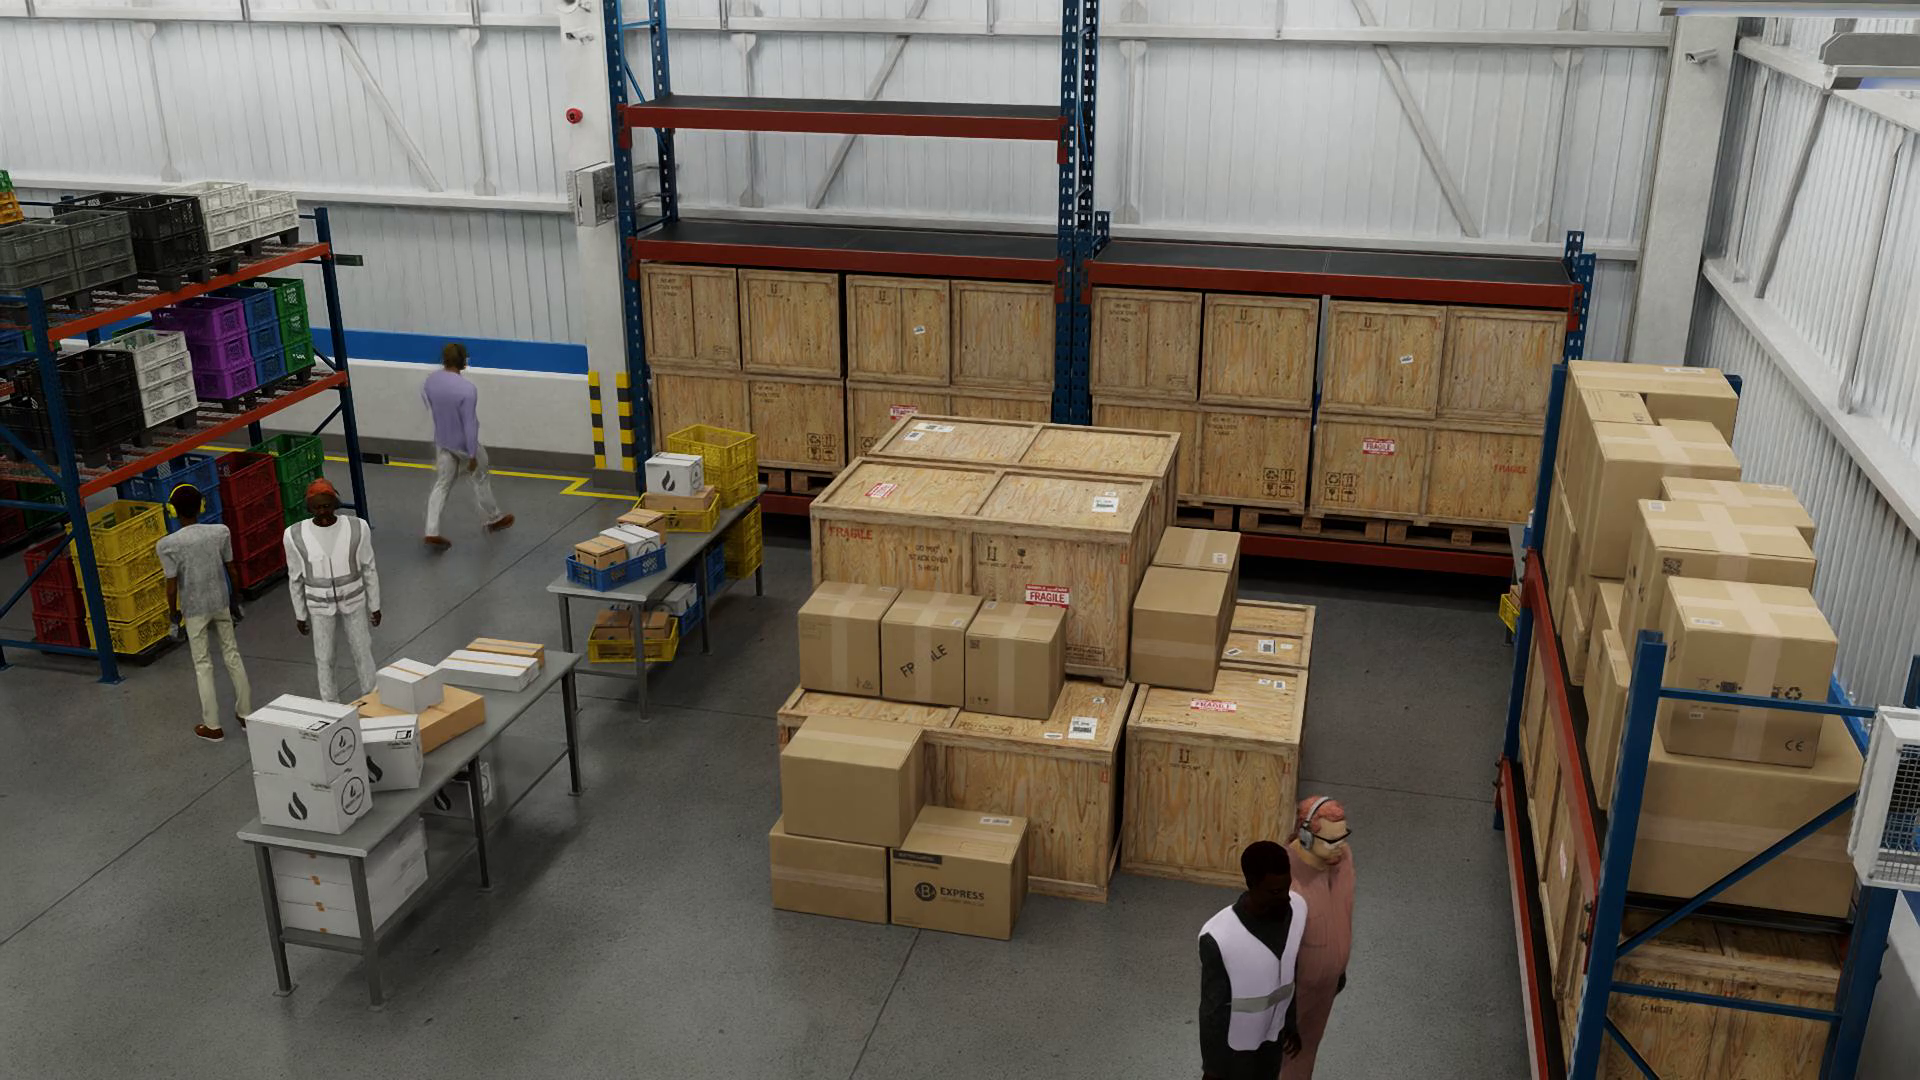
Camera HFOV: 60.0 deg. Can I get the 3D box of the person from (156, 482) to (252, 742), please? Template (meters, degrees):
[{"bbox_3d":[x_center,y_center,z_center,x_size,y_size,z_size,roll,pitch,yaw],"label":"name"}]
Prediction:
[{"bbox_3d":[-5.222,0.490,11.502,0.328,1.872,0.513,19,28,40],"label":"person"}]

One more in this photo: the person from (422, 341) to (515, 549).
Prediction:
[{"bbox_3d":[-4.560,-0.871,15.038,0.643,1.893,1.015,11,23,26],"label":"person"}]

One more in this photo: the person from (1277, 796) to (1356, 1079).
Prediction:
[{"bbox_3d":[1.556,1.997,7.529,0.642,1.898,0.396,-18,27,-39],"label":"person"}]

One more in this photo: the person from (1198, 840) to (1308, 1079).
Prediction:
[{"bbox_3d":[1.241,2.130,7.145,0.592,1.920,0.388,-17,27,-37],"label":"person"}]

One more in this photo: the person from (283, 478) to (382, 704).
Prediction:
[{"bbox_3d":[-4.334,0.460,11.573,0.579,1.878,0.342,-8,22,-20],"label":"person"}]
